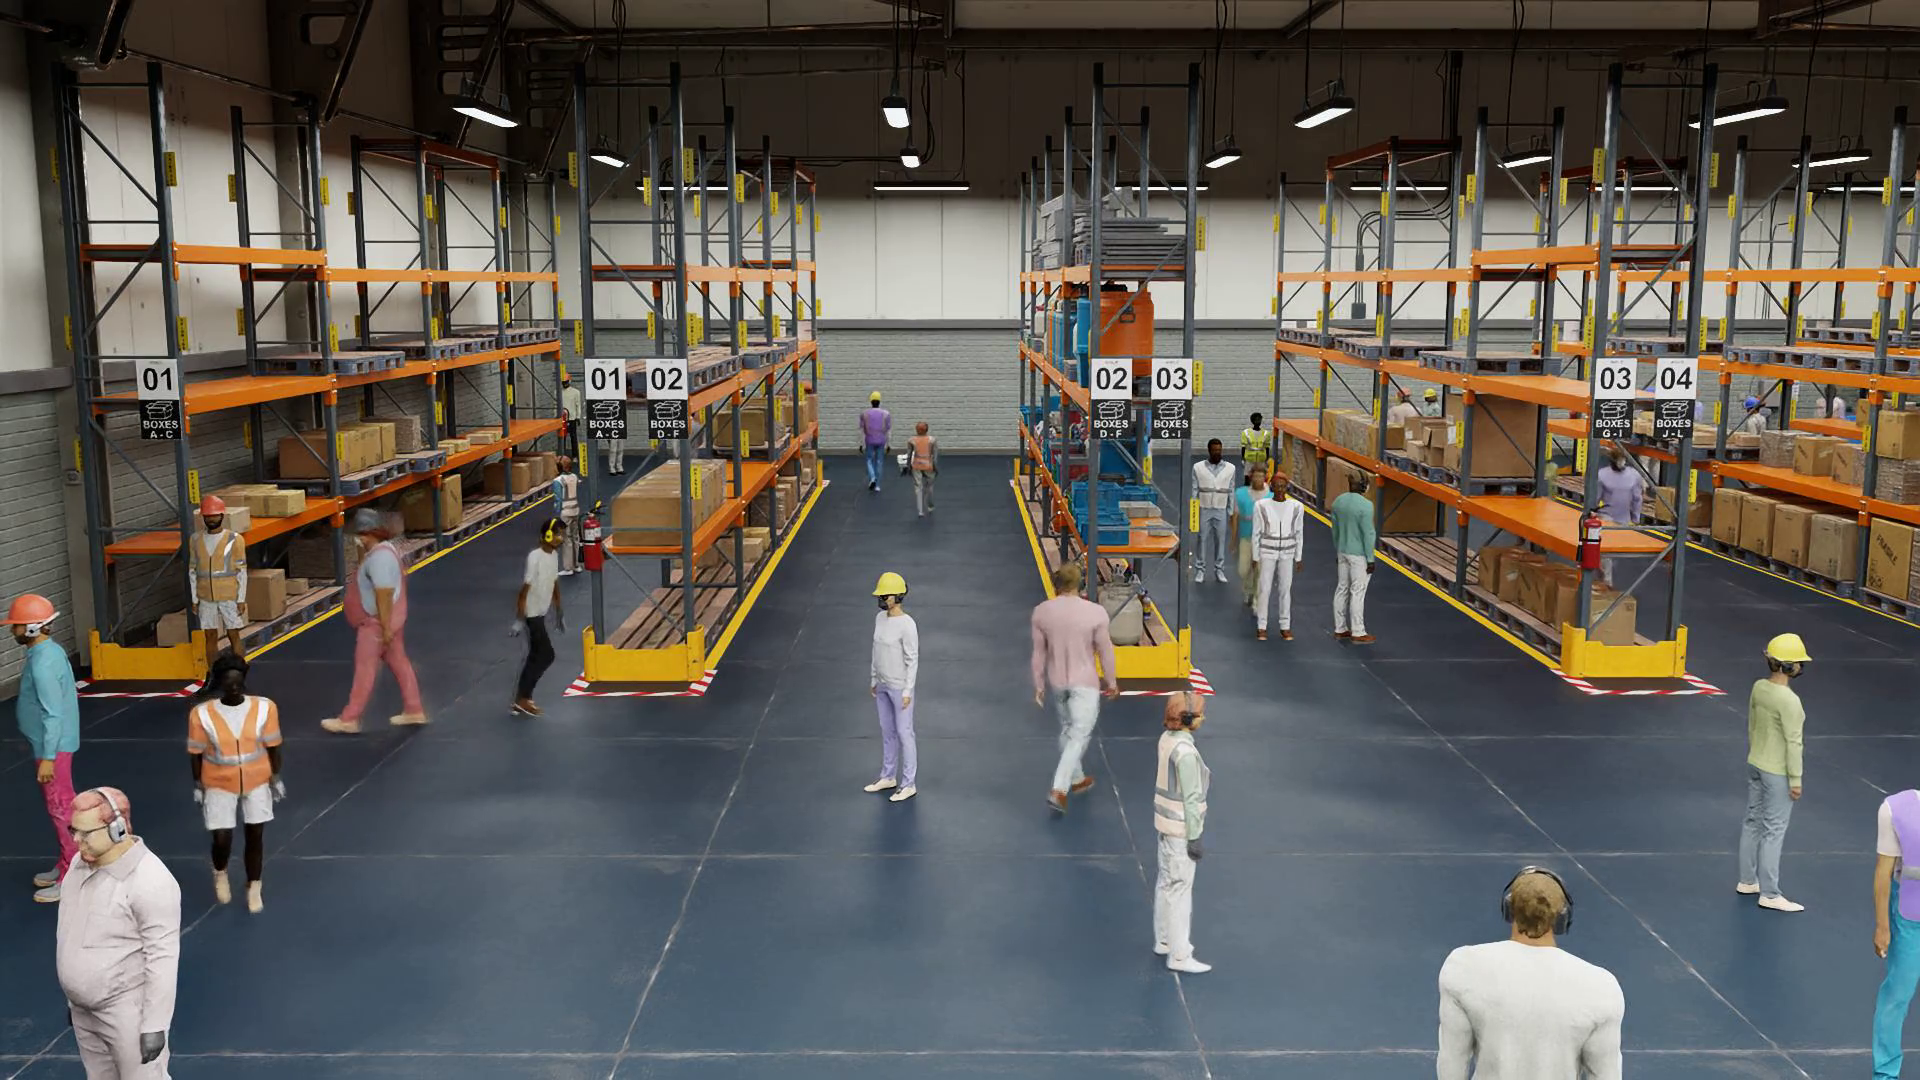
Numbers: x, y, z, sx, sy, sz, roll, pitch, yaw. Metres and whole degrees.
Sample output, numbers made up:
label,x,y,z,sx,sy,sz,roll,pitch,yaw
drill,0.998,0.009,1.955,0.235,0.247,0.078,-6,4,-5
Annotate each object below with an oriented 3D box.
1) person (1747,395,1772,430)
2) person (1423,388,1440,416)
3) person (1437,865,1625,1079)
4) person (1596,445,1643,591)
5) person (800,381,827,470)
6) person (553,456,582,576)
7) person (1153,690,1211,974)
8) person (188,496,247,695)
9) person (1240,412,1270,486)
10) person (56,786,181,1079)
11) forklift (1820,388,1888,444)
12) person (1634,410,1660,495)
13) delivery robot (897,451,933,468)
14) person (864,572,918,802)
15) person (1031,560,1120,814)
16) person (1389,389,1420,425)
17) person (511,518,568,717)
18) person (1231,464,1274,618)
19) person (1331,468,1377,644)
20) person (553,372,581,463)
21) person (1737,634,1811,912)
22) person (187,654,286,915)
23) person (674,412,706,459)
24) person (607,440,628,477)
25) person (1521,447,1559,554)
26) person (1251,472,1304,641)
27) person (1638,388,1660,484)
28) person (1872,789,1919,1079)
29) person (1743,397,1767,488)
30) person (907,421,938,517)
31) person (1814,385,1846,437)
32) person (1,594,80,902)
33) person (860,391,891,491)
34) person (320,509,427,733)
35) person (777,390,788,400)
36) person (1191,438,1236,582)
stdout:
label,x,y,z,sx,sy,sz,roll,pitch,yaw
person,16.619,-2.199,34.627,0.500,1.629,0.288,0,9,0
person,9.898,-2.329,35.090,0.302,1.742,0.486,-4,10,-24
person,2.023,2.101,5.959,0.630,1.940,0.372,4,10,23
person,8.368,-0.281,21.339,0.643,1.920,0.666,0,9,2
person,-3.264,-2.410,35.103,0.867,1.908,0.552,3,9,17
person,-5.328,-0.329,22.540,0.315,1.641,0.515,3,9,20
person,1.277,1.677,9.648,0.310,1.638,0.521,-1,9,-8
person,-7.150,0.534,16.028,0.546,1.942,0.348,0,9,0
person,5.192,-1.400,29.241,0.536,1.700,0.318,0,9,0
person,-3.546,1.959,6.977,0.642,1.907,0.410,5,10,29
forklift,20.072,-3.110,36.462,1.873,2.768,1.129,0,9,0
person,12.924,-1.746,31.179,0.646,1.779,0.983,4,10,24
delivery robot,-0.922,-1.634,34.118,0.707,0.478,0.477,3,9,20
person,-0.521,1.121,12.818,0.308,1.769,0.524,-7,11,-37
person,0.838,1.091,12.585,0.635,1.903,0.929,5,10,31
person,8.542,-1.932,31.948,0.650,1.929,1.048,1,9,8
person,-3.863,0.705,15.273,0.563,1.824,0.551,0,9,3
person,3.509,0.007,19.748,0.584,1.831,0.453,3,9,16
person,4.350,0.177,18.338,0.373,1.940,0.629,-5,10,-28
person,-8.654,-2.693,36.616,0.613,1.994,0.382,0,9,0
person,5.204,1.465,10.601,0.309,1.769,0.523,0,9,-3
person,-4.515,1.533,10.410,0.546,1.683,0.364,-6,10,-32
person,-4.609,-1.409,28.543,0.607,1.935,0.465,0,9,-3
person,-7.036,-2.192,33.966,0.403,1.818,0.603,3,9,19
person,8.528,-0.621,24.466,0.525,1.617,0.491,-1,9,-9
person,3.521,0.185,18.460,0.576,1.883,0.354,0,9,0
person,13.623,-2.039,32.720,0.621,1.905,0.661,-6,11,-35
person,4.658,1.832,7.980,0.565,1.846,0.389,0,9,0
person,14.060,-1.561,29.510,0.396,1.940,0.601,8,12,41
person,-0.629,-1.223,28.376,0.543,1.596,0.836,1,9,3
person,18.386,-2.380,35.149,0.672,1.821,0.629,-5,10,-29
person,-5.895,1.329,10.738,0.395,1.993,0.614,-4,10,-25
person,-1.605,-1.872,31.600,0.605,1.908,0.420,-1,9,-7
person,-5.215,0.682,14.756,0.875,2.000,0.691,-2,9,-10
person,-3.856,-2.472,36.366,0.312,1.633,0.519,1,9,9
person,3.353,-0.395,22.069,0.591,1.921,0.391,0,9,0
